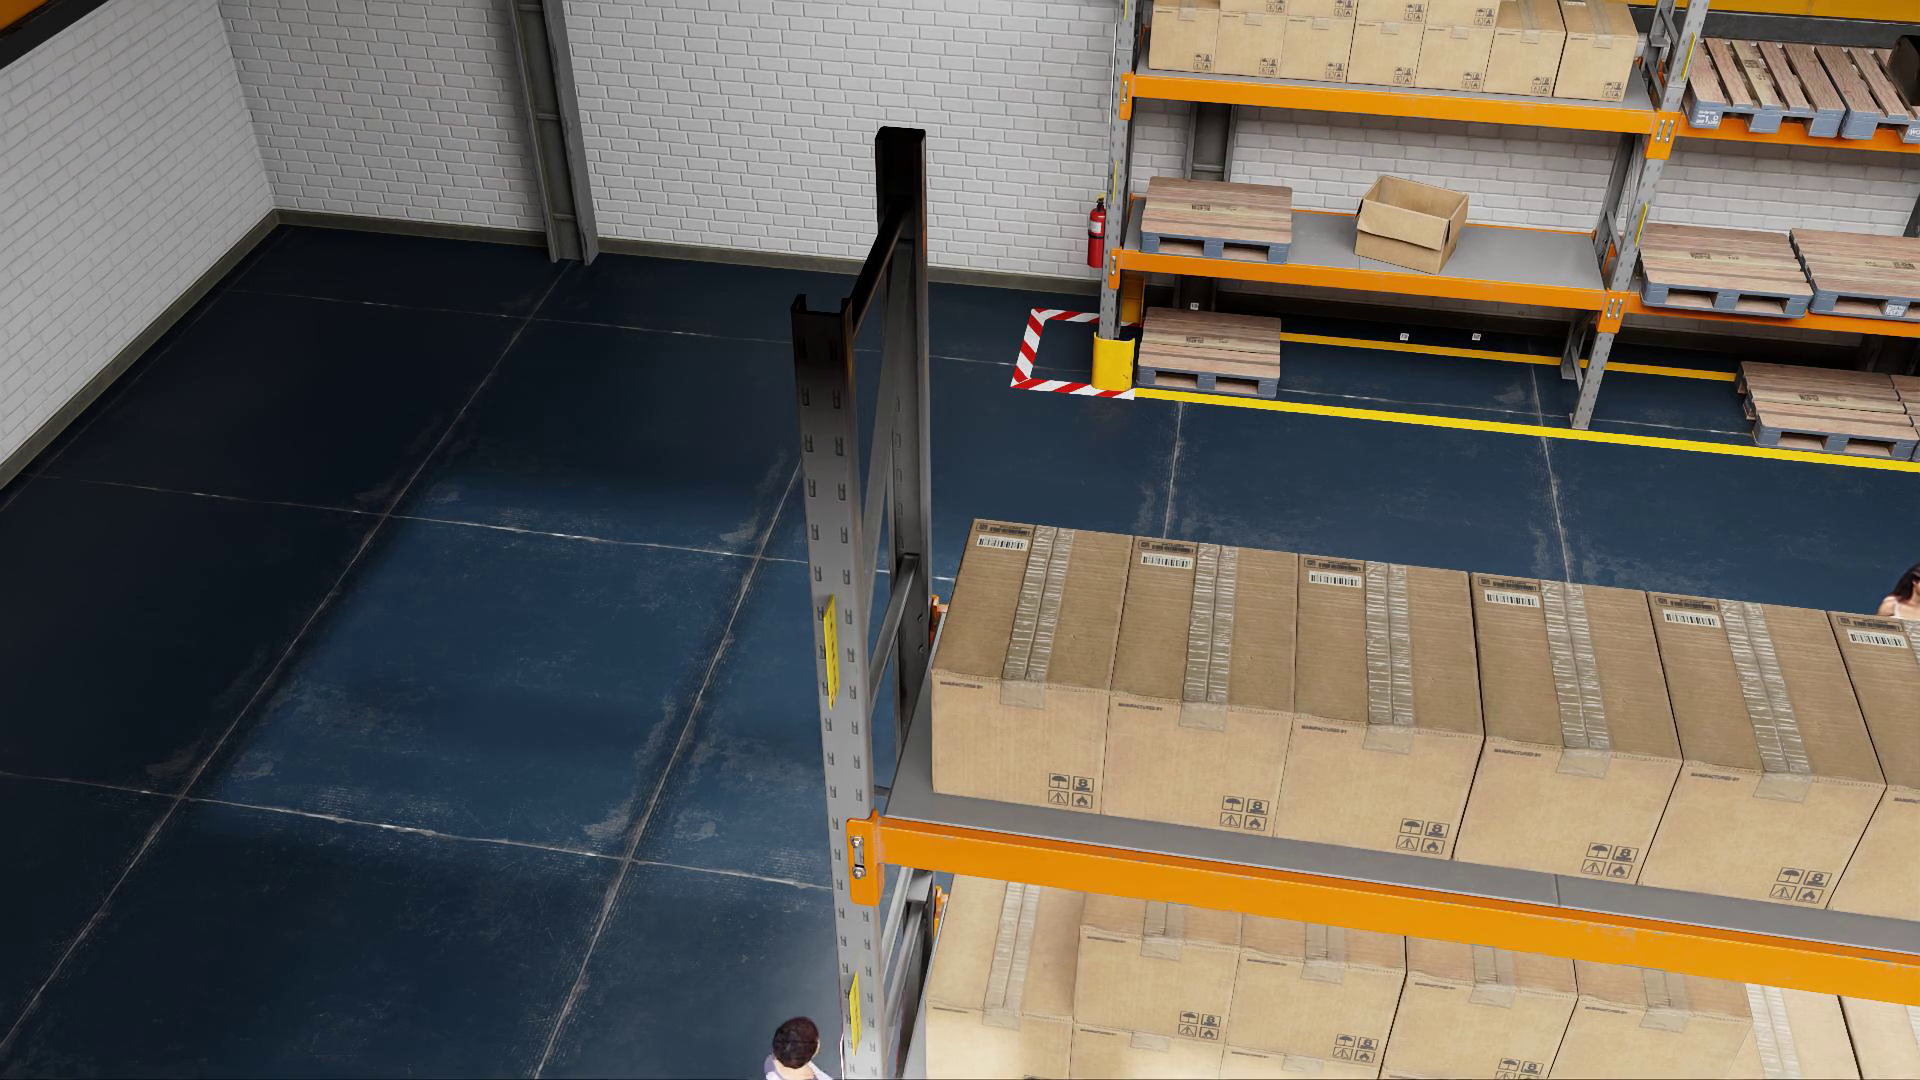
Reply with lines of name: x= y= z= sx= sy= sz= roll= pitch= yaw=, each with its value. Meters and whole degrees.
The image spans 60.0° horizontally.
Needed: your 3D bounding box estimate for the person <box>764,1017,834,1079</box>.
person: x=-0.782 y=2.863 z=7.902 sx=0.865 sy=1.547 sz=0.868 roll=31 pitch=48 yaw=33
